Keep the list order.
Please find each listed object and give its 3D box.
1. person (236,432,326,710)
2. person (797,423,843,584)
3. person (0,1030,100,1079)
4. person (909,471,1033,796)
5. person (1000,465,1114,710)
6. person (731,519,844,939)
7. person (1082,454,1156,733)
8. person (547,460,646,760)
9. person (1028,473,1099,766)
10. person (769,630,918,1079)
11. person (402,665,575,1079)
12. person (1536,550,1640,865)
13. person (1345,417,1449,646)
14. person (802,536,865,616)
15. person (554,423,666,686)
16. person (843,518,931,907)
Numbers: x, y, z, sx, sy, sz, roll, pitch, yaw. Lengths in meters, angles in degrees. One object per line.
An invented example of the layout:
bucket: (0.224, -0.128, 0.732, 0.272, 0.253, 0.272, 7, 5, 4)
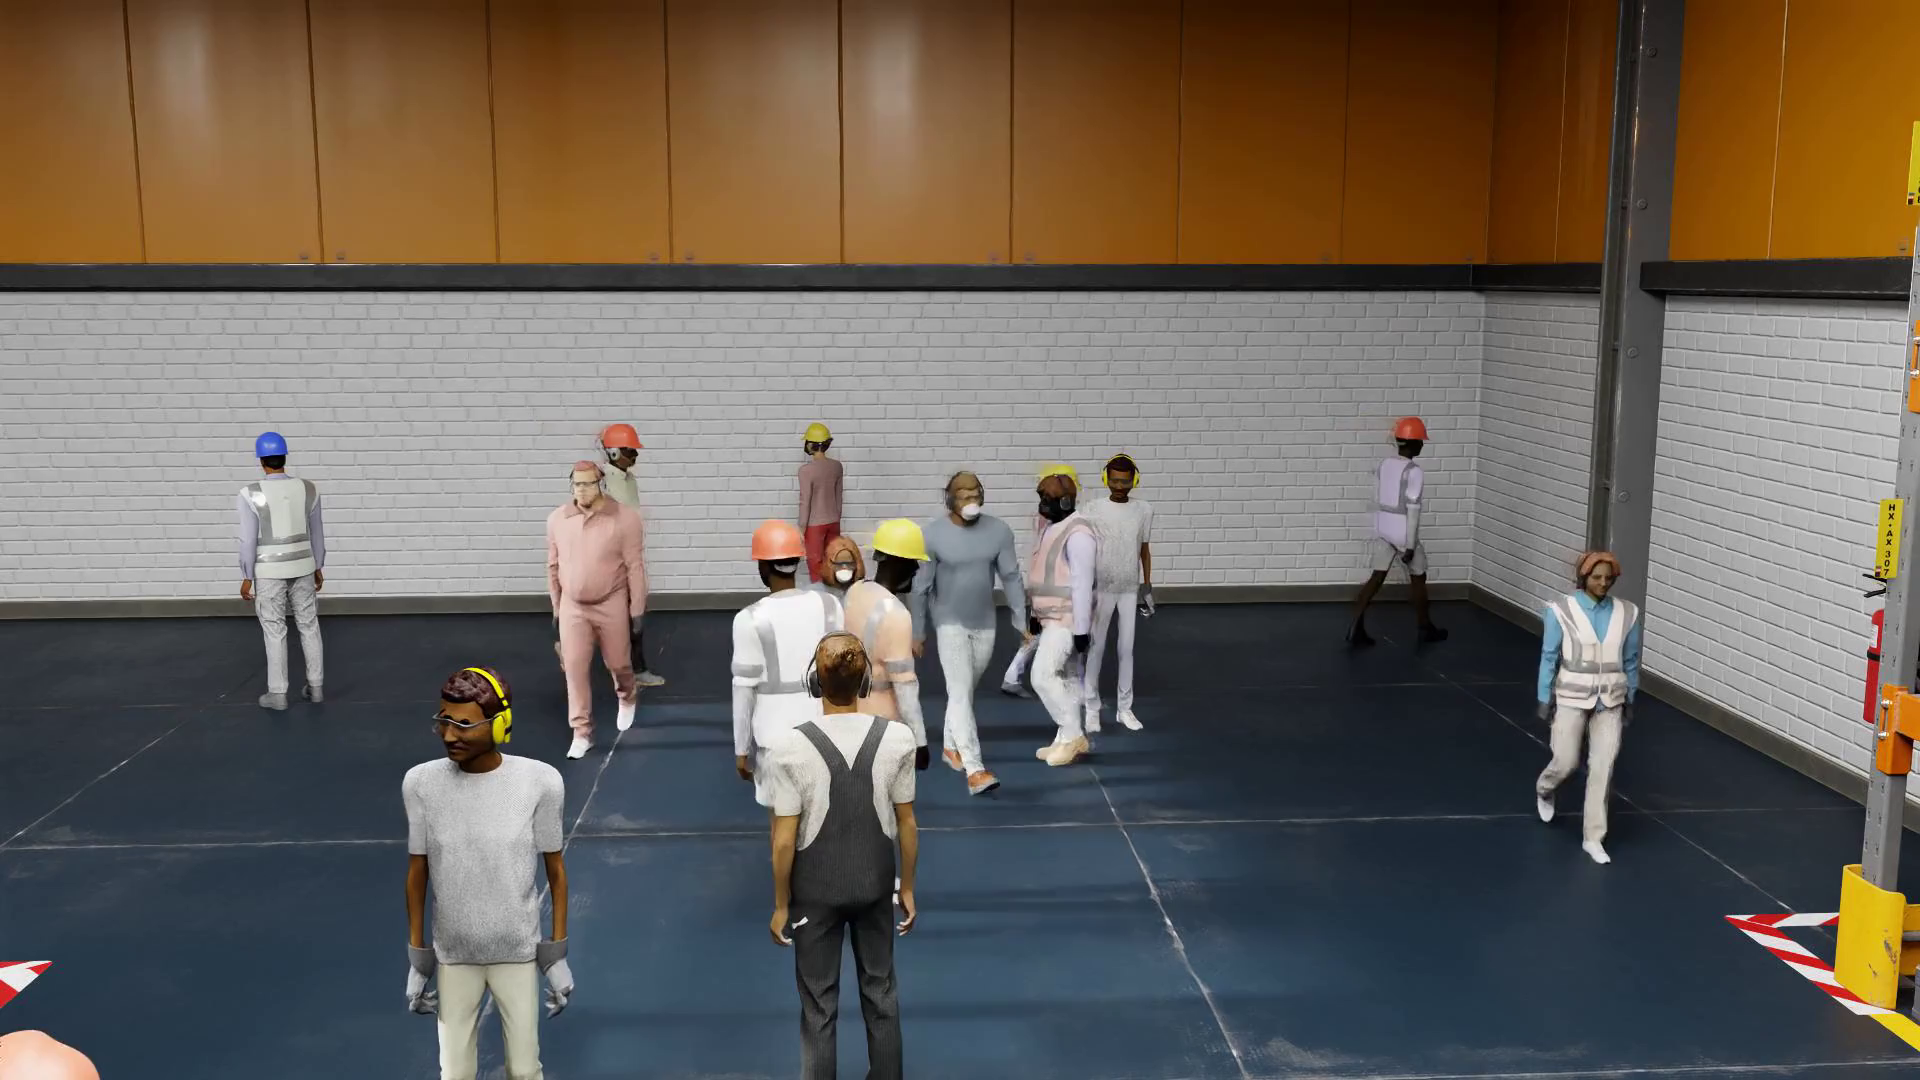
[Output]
person: (-4.763, 0.212, 11.685, 0.404, 1.943, 0.612, 8, 12, 41)
person: (-1.218, -0.131, 14.393, 0.310, 1.771, 0.525, 7, 11, 37)
person: (-1.344, 1.678, 2.503, 0.547, 1.939, 0.376, -5, 10, -27)
person: (0.062, 0.530, 9.867, 0.642, 1.880, 1.011, -5, 10, -26)
person: (0.664, 0.330, 11.712, 0.850, 1.743, 0.539, 2, 9, 12)
person: (-0.773, 0.865, 7.627, 0.594, 1.928, 0.460, -5, 10, -30)
person: (1.053, 0.352, 11.065, 0.521, 1.865, 0.335, -2, 9, -11)
person: (-2.333, 0.400, 10.728, 0.649, 1.873, 0.897, 1, 9, 3)
person: (0.619, 0.493, 10.305, 0.455, 1.828, 0.634, -1, 9, -9)
person: (-0.397, 1.216, 5.691, 0.514, 1.845, 0.337, -3, 10, -18)
person: (-1.455, 1.295, 5.141, 0.515, 1.866, 0.333, -1, 9, -5)
person: (3.281, 0.838, 8.747, 0.528, 1.619, 0.586, 0, 9, -2)
person: (3.570, -0.061, 13.589, 0.986, 1.897, 0.560, -5, 10, -28)
person: (-0.651, 0.776, 9.158, 0.499, 1.612, 0.441, -2, 9, -14)
person: (-2.578, 0.122, 12.185, 0.692, 1.977, 0.624, 2, 9, 10)
person: (-0.333, 0.836, 7.887, 0.562, 1.898, 0.634, -3, 10, -21)
